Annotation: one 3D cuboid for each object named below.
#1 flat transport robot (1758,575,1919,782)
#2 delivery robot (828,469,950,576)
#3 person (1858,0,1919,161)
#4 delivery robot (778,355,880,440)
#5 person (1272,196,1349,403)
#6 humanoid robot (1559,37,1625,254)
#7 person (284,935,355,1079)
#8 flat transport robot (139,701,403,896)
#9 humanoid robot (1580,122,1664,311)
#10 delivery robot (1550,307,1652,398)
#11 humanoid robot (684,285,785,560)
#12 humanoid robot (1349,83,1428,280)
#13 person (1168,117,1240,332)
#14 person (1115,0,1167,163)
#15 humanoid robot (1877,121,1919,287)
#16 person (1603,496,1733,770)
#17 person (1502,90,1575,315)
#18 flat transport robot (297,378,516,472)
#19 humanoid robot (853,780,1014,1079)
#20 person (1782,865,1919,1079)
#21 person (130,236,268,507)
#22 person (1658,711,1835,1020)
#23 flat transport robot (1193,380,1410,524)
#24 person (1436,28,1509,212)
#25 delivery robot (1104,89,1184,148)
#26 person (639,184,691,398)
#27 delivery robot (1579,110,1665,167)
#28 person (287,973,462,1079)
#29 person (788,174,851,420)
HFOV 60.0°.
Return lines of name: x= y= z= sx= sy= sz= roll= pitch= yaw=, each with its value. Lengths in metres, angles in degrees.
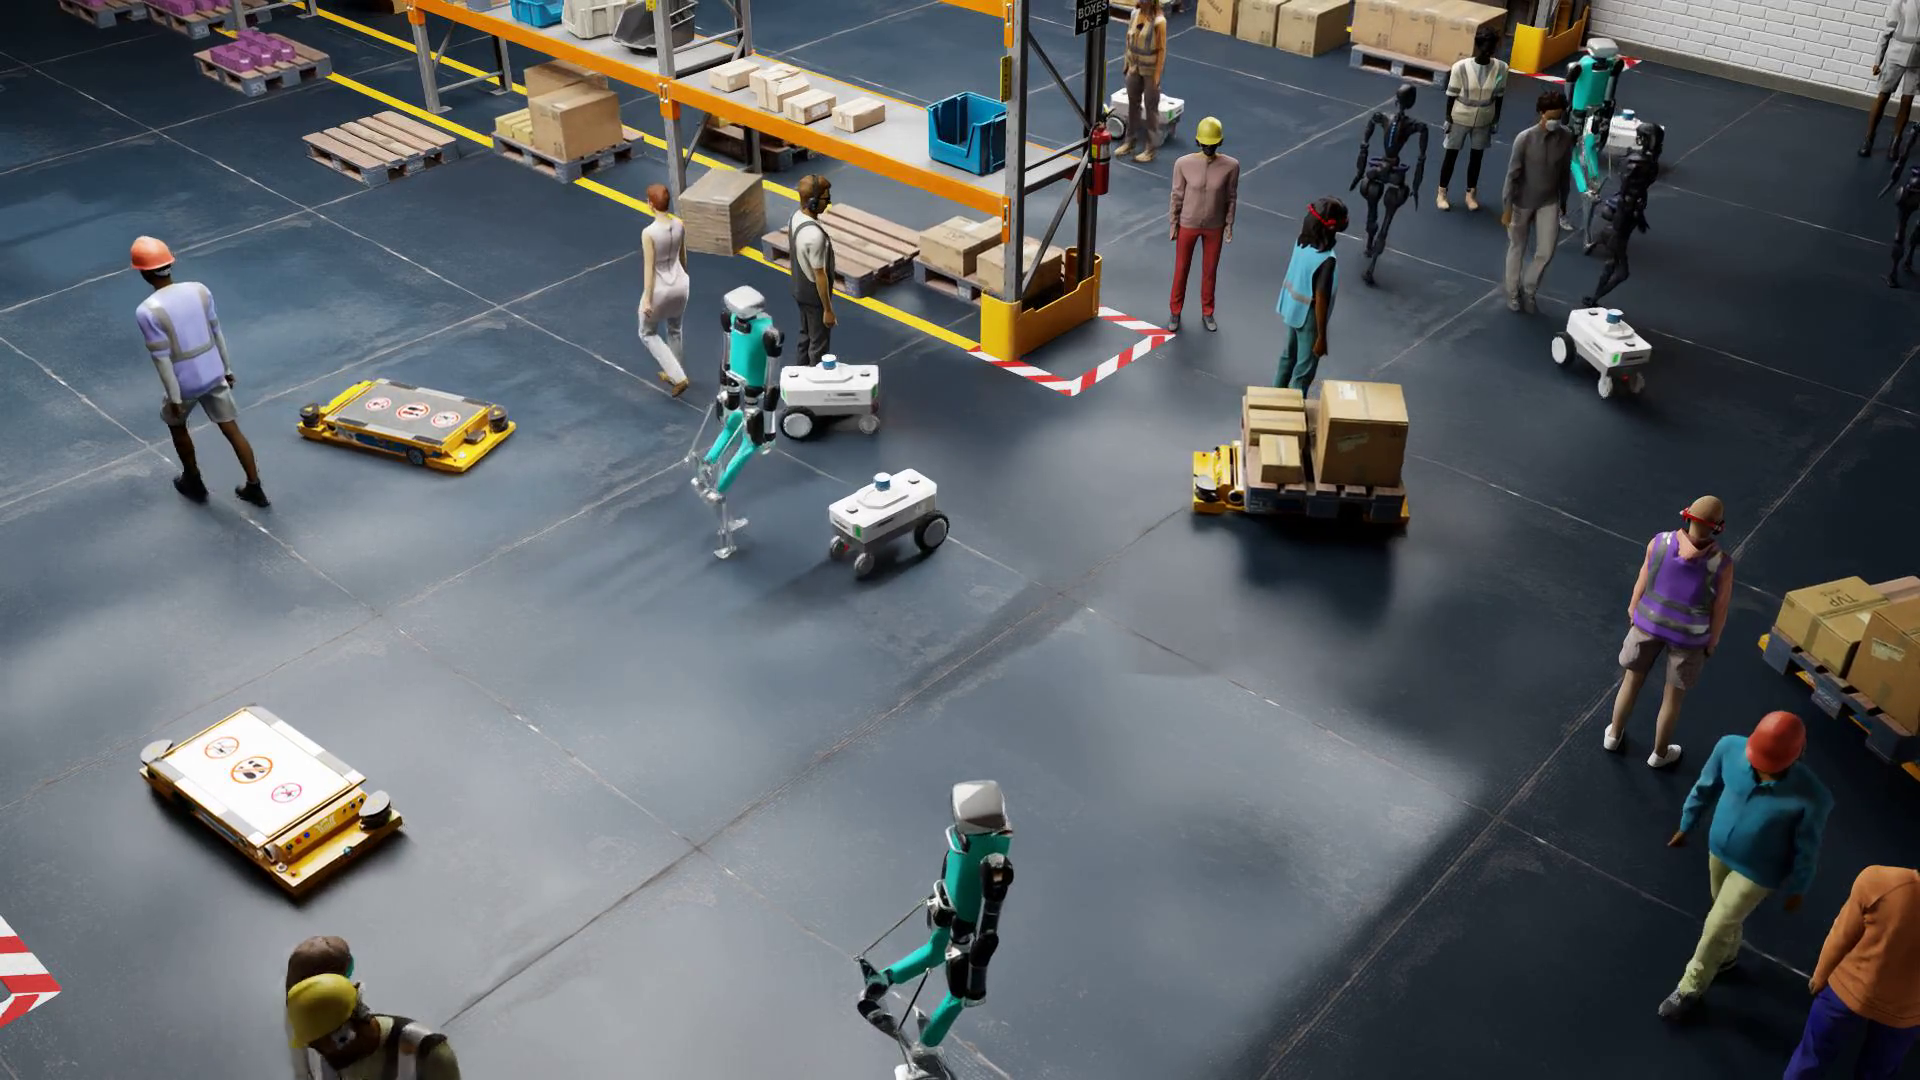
flat transport robot: x=5.351 y=0.893 z=9.516 sx=0.659 sy=0.231 sz=1.431 roll=-11 pitch=36 yaw=-16
delivery robot: x=-0.471 y=-0.165 z=10.806 sx=0.781 sy=0.605 sz=0.499 roll=-27 pitch=43 yaw=-33
person: x=9.147 y=-4.637 z=16.077 sx=0.547 sy=1.924 sz=0.385 roll=14 pitch=37 yaw=19
delivery robot: x=-0.964 y=-1.056 z=12.103 sx=0.814 sy=0.612 sz=0.499 roll=-1 pitch=35 yaw=-1
person: x=2.423 y=-1.519 z=11.618 sx=0.388 sy=1.859 sz=0.527 roll=-6 pitch=35 yaw=-9
humanoid robot: x=5.547 y=-3.363 z=14.441 sx=0.544 sy=1.826 sz=0.882 roll=-10 pitch=36 yaw=-14
person: x=-2.462 y=2.194 z=6.414 sx=0.598 sy=1.637 sz=0.500 roll=-19 pitch=39 yaw=-25
flat transport robot: x=-3.698 y=1.336 z=8.875 sx=1.431 sy=0.231 sz=0.659 roll=24 pitch=41 yaw=30
humanoid robot: x=5.297 y=-2.546 z=13.264 sx=0.341 sy=1.652 sz=0.588 roll=24 pitch=41 yaw=31
delivery robot: x=4.928 y=-1.481 z=12.721 sx=0.499 sy=0.614 sz=0.804 roll=-8 pitch=35 yaw=-11
humanoid robot: x=-1.500 y=-0.667 z=10.522 sx=0.798 sy=1.822 sz=0.545 roll=-29 pitch=44 yaw=-35
humanoid robot: x=3.592 y=-3.039 z=14.024 sx=0.616 sy=1.616 sz=0.797 roll=18 pitch=39 yaw=24
person: x=1.900 y=-2.470 z=13.071 sx=0.527 sy=1.768 sz=0.311 roll=0 pitch=35 yaw=0
person: x=1.765 y=-4.533 z=16.049 sx=0.328 sy=1.775 sz=0.473 roll=-27 pitch=43 yaw=-33
humanoid robot: x=8.011 y=-2.944 z=13.843 sx=0.588 sy=1.645 sz=0.478 roll=6 pitch=35 yaw=9
person: x=3.776 y=0.495 z=8.838 sx=0.477 sy=1.693 sz=0.350 roll=24 pitch=41 yaw=31
person: x=4.603 y=-2.678 z=13.273 sx=0.571 sy=1.875 sz=0.530 roll=0 pitch=35 yaw=0
flat transport robot: x=-4.013 y=-0.849 z=12.041 sx=1.431 sy=0.231 sz=0.659 roll=13 pitch=37 yaw=18
humanoid robot: x=-0.166 y=1.780 z=6.992 sx=0.749 sy=1.833 sz=0.542 roll=-9 pitch=36 yaw=-13
person: x=3.713 y=1.813 z=6.691 sx=0.515 sy=1.973 sz=0.401 roll=17 pitch=38 yaw=23
person: x=-5.086 y=-1.093 z=10.971 sx=0.814 sy=1.889 sz=0.558 roll=18 pitch=39 yaw=24
person: x=3.461 y=1.428 z=7.461 sx=0.702 sy=1.707 sz=0.603 roll=-18 pitch=38 yaw=-24
flat transport robot: x=2.320 y=-0.396 z=11.385 sx=1.431 sy=0.231 sz=0.659 roll=4 pitch=35 yaw=5
person: x=4.636 y=-3.805 z=15.071 sx=0.532 sy=1.693 sz=0.319 roll=1 pitch=35 yaw=1
delivery robot: x=1.869 y=-4.313 z=16.800 sx=0.736 sy=0.586 sz=0.524 roll=19 pitch=39 yaw=25
person: x=-2.145 y=-1.799 z=12.197 sx=0.639 sy=1.641 sz=0.498 roll=28 pitch=44 yaw=35
delivery robot: x=6.464 y=-3.870 z=16.179 sx=0.807 sy=0.609 sz=0.499 roll=14 pitch=37 yaw=20
person: x=-2.053 y=2.266 z=6.205 sx=0.645 sy=1.770 sz=0.407 roll=2 pitch=35 yaw=3
person: x=-1.032 y=-1.740 z=11.949 sx=0.346 sy=1.840 sz=0.503 roll=-15 pitch=37 yaw=-21
